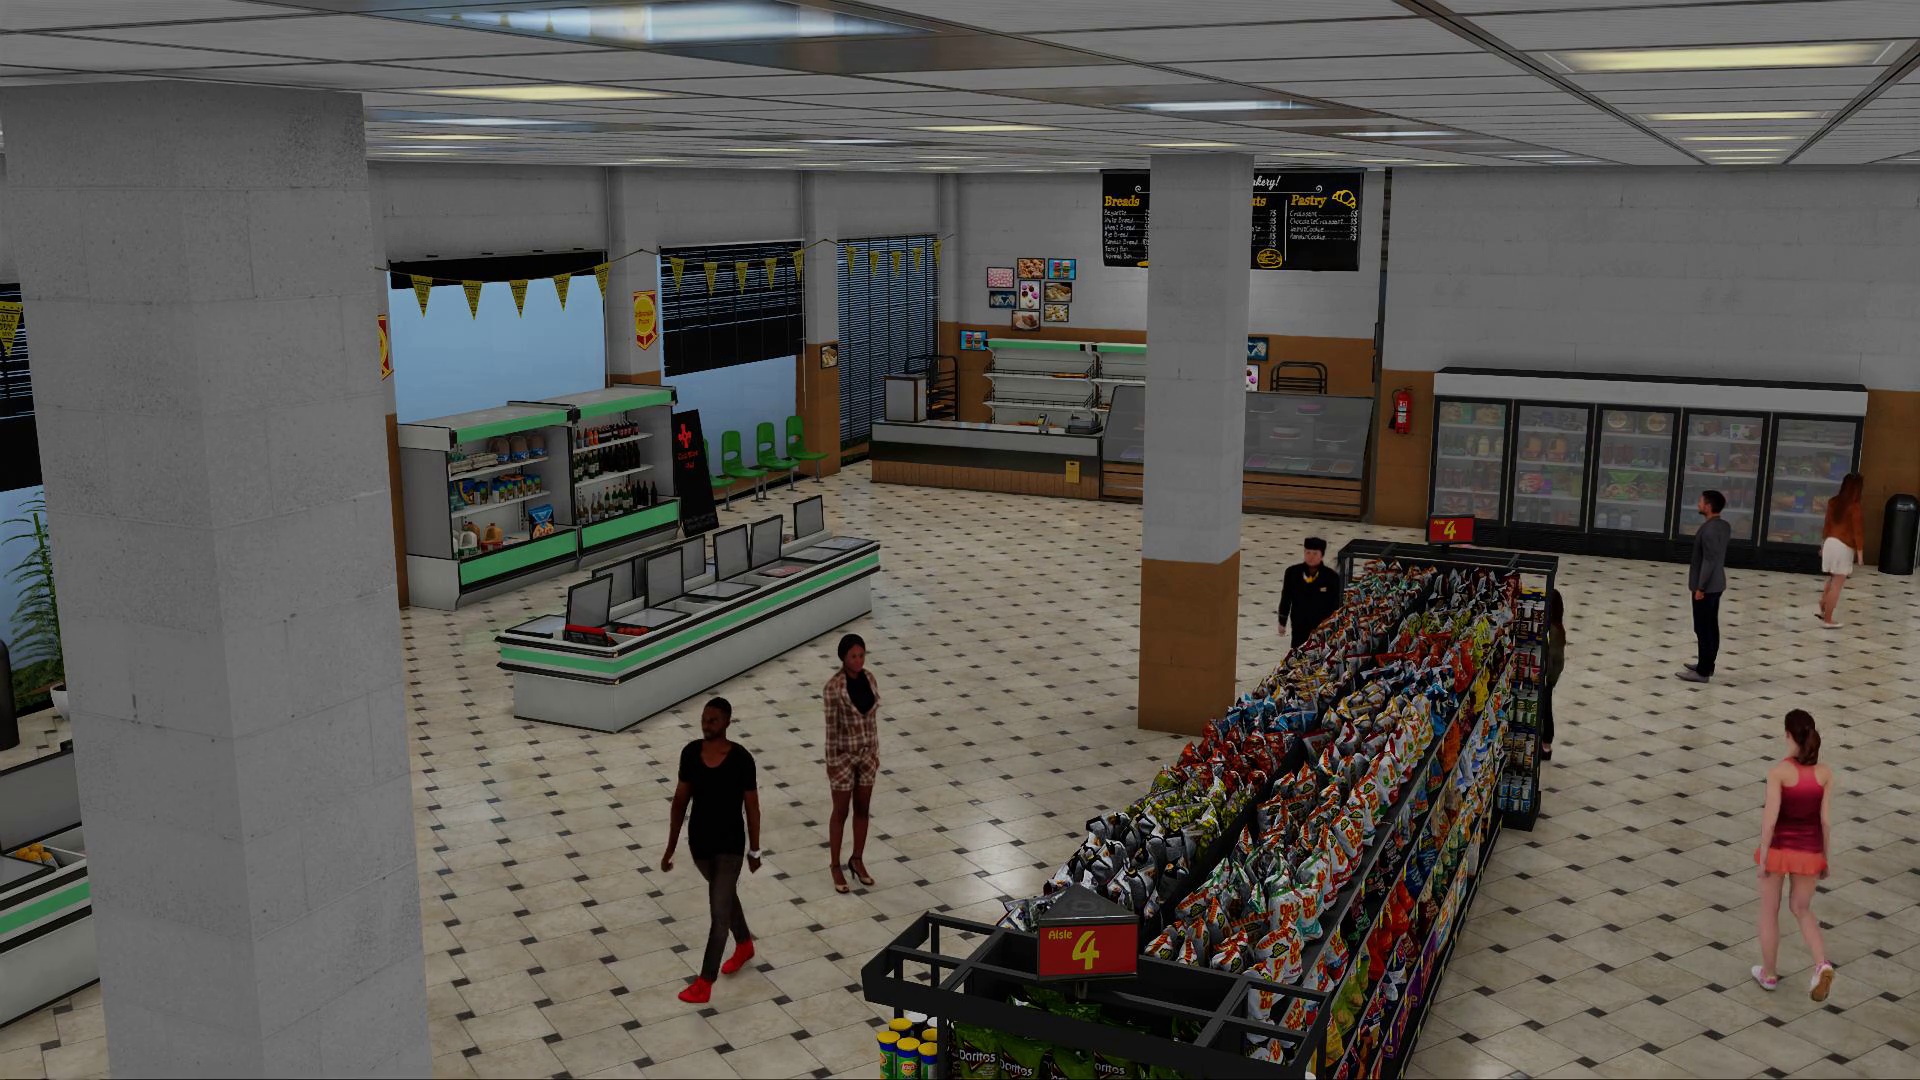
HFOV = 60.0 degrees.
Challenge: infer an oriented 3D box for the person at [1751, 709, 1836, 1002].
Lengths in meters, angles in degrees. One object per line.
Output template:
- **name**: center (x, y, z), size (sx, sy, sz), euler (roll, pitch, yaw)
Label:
- **person**: center (4.870, 1.868, 9.664), size (0.788, 1.735, 1.002), euler (0, 12, 2)

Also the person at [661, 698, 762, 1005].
- **person**: center (-1.394, 1.796, 9.932), size (0.660, 1.766, 1.130), euler (6, 13, 26)

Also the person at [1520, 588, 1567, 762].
- **person**: center (4.929, 1.121, 13.850), size (0.710, 1.472, 0.569), euler (3, 12, 13)

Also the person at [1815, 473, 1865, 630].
- **person**: center (9.454, 0.124, 18.012), size (0.804, 1.707, 0.731), euler (-3, 12, -15)

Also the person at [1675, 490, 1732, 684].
- **person**: center (7.254, 0.437, 16.123), size (0.802, 1.873, 0.639), euler (10, 15, 39)

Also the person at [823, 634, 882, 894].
- **person**: center (-0.732, 1.498, 11.279), size (0.624, 1.793, 0.731), euler (-9, 15, -37)

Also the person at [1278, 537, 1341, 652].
- **person**: center (3.165, 0.795, 14.982), size (0.775, 1.643, 1.092), euler (7, 14, 32)
